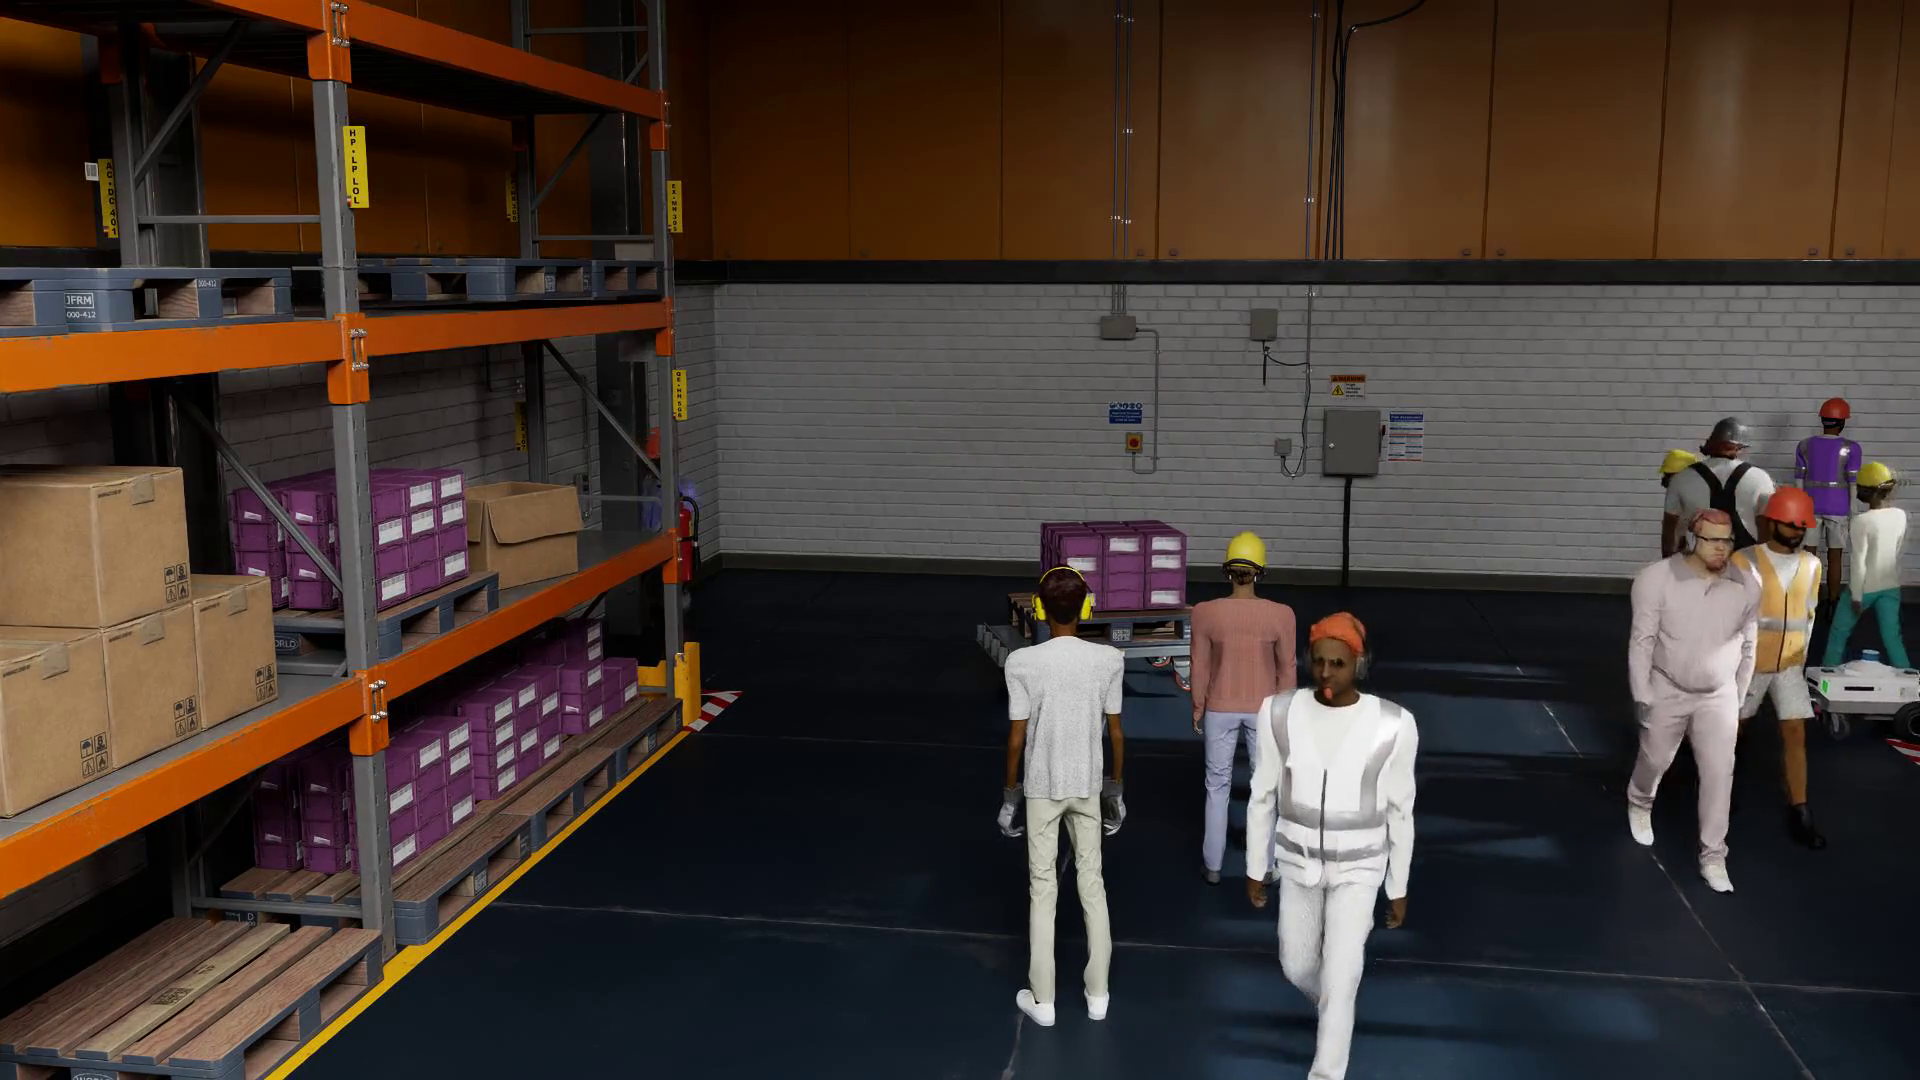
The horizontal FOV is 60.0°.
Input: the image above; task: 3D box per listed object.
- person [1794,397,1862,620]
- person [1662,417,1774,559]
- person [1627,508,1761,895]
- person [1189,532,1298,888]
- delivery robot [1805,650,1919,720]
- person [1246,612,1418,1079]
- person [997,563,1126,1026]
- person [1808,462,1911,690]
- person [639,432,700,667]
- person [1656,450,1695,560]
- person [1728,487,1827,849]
[{"bbox_3d":[7.547,-0.271,14.482,0.354,1.939,0.545,-9,13,-43],"label":"person"},{"bbox_3d":[5.340,0.117,11.774,0.696,2.000,0.621,3,10,19],"label":"person"},{"bbox_3d":[3.685,0.745,8.444,0.643,1.871,0.928,1,9,8],"label":"person"},{"bbox_3d":[1.385,0.838,8.177,0.525,1.769,0.310,2,9,10],"label":"person"},{"bbox_3d":[5.921,0.961,10.851,0.707,0.478,0.477,1,9,6],"label":"delivery robot"},{"bbox_3d":[1.329,1.155,5.957,0.585,1.856,0.842,4,10,25],"label":"person"},{"bbox_3d":[0.412,1.026,6.709,0.532,1.864,0.312,-2,9,-12],"label":"person"},{"bbox_3d":[6.297,0.322,11.511,0.520,1.724,0.871,-3,10,-17],"label":"person"},{"bbox_3d":[-2.139,0.167,11.898,0.684,1.918,0.350,8,12,41],"label":"person"},{"bbox_3d":[5.236,0.225,12.039,0.570,1.759,0.540,4,10,24],"label":"person"},{"bbox_3d":[4.387,0.644,9.022,0.556,1.892,0.963,0,9,-2],"label":"person"}]
